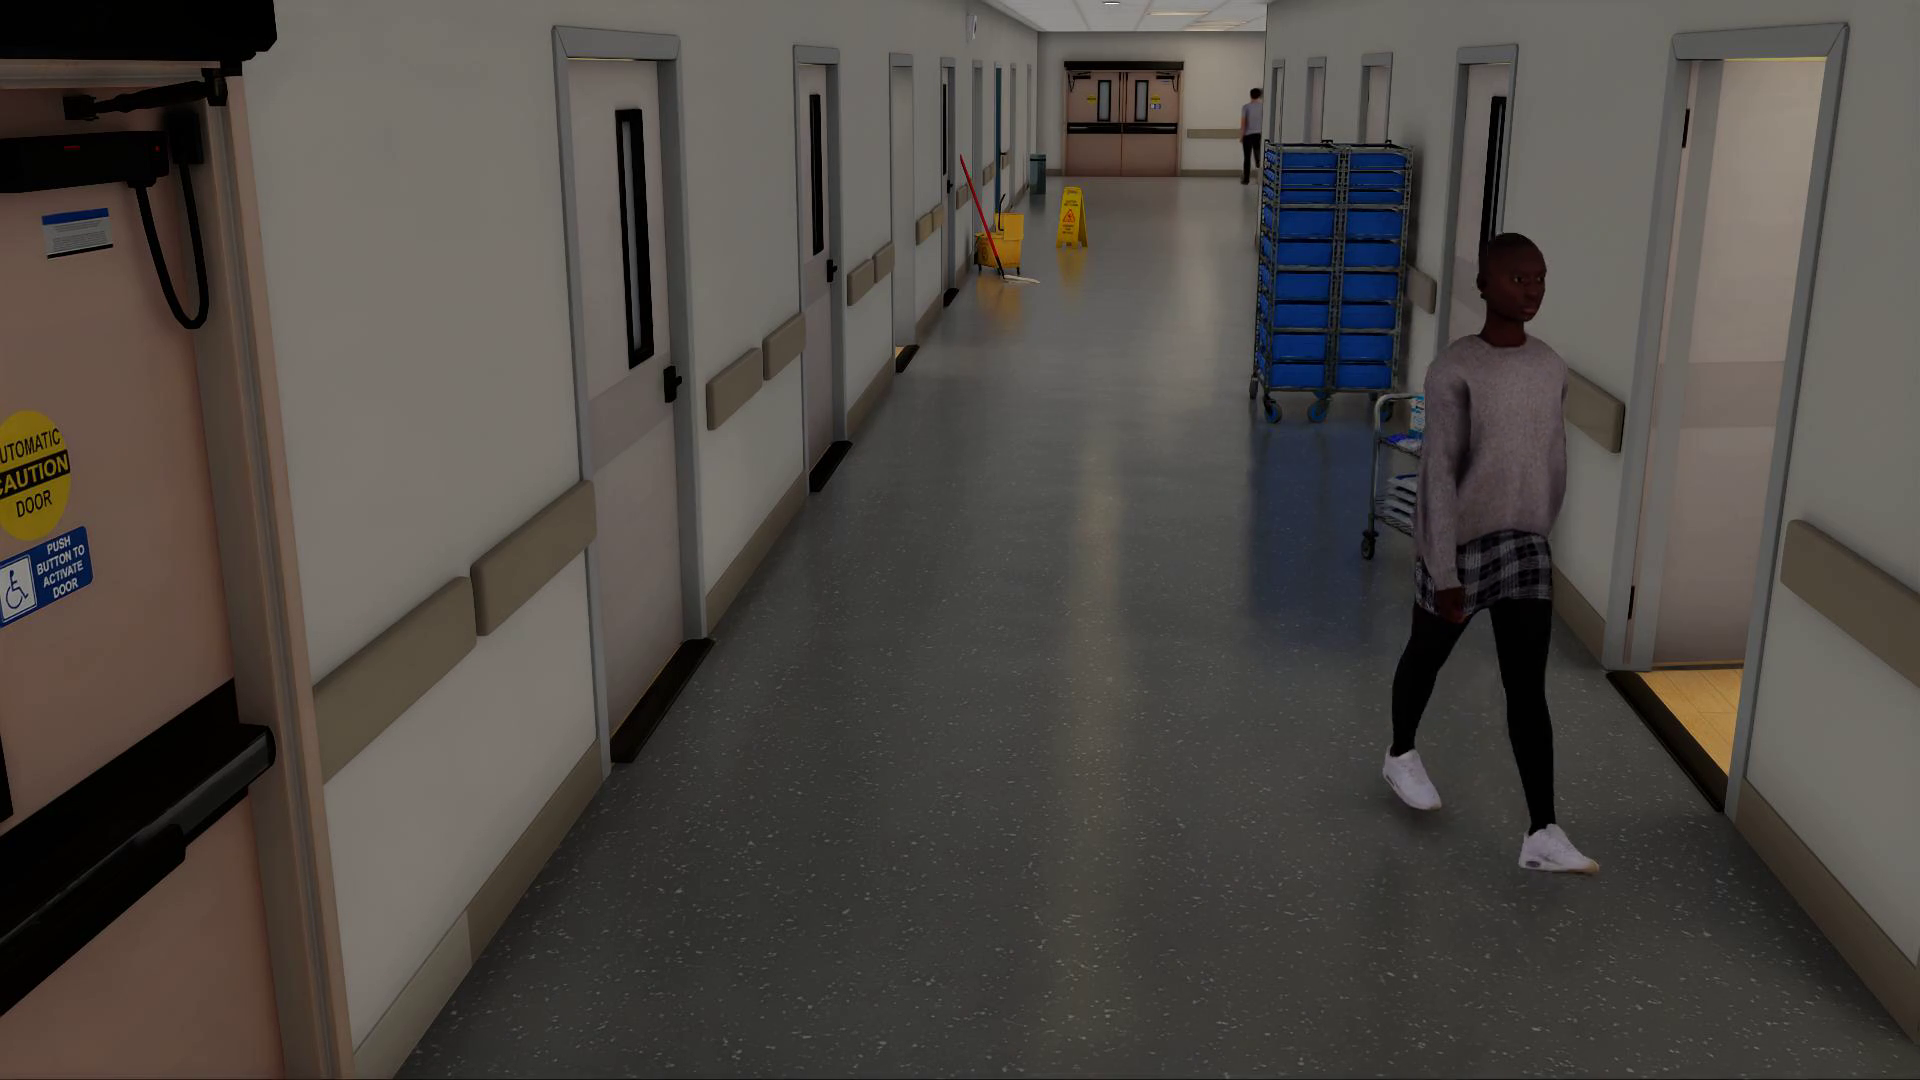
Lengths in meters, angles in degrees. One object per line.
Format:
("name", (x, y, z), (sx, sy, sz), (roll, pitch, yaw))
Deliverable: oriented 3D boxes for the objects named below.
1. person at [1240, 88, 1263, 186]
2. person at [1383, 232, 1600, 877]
("person", (5.818, -8.010, 32.951), (0.742, 1.896, 0.783), (-2, 16, -6))
("person", (1.418, 0.034, 4.738), (0.916, 1.722, 1.250), (-4, 16, -15))
